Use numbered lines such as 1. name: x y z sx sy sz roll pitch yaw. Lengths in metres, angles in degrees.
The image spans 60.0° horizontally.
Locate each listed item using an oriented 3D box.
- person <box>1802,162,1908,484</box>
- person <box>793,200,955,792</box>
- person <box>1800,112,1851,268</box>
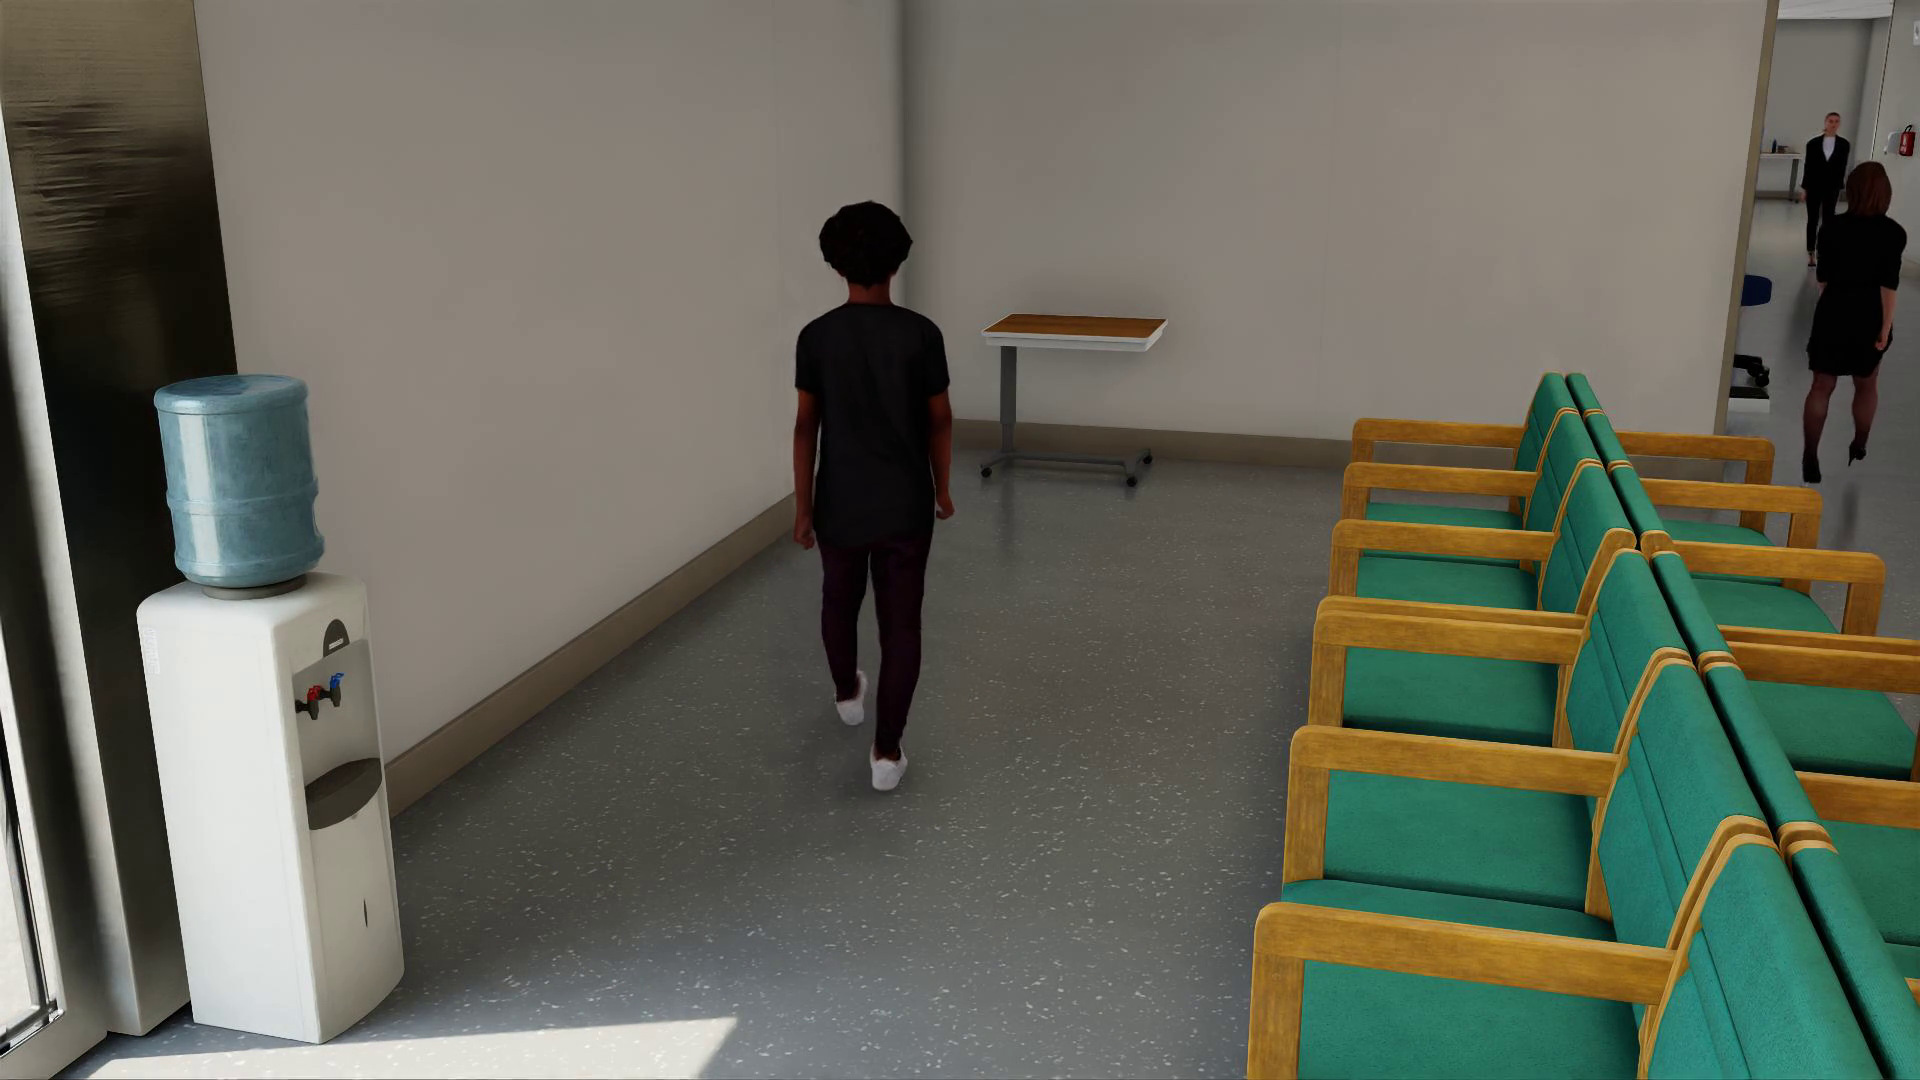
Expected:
1. person: 4.586 -1.070 8.665 1.147 1.638 1.008 15 21 42
2. person: -0.274 -0.107 5.032 0.971 1.755 0.800 2 16 6
3. person: 9.662 -3.917 18.662 0.609 1.694 0.714 7 17 23
